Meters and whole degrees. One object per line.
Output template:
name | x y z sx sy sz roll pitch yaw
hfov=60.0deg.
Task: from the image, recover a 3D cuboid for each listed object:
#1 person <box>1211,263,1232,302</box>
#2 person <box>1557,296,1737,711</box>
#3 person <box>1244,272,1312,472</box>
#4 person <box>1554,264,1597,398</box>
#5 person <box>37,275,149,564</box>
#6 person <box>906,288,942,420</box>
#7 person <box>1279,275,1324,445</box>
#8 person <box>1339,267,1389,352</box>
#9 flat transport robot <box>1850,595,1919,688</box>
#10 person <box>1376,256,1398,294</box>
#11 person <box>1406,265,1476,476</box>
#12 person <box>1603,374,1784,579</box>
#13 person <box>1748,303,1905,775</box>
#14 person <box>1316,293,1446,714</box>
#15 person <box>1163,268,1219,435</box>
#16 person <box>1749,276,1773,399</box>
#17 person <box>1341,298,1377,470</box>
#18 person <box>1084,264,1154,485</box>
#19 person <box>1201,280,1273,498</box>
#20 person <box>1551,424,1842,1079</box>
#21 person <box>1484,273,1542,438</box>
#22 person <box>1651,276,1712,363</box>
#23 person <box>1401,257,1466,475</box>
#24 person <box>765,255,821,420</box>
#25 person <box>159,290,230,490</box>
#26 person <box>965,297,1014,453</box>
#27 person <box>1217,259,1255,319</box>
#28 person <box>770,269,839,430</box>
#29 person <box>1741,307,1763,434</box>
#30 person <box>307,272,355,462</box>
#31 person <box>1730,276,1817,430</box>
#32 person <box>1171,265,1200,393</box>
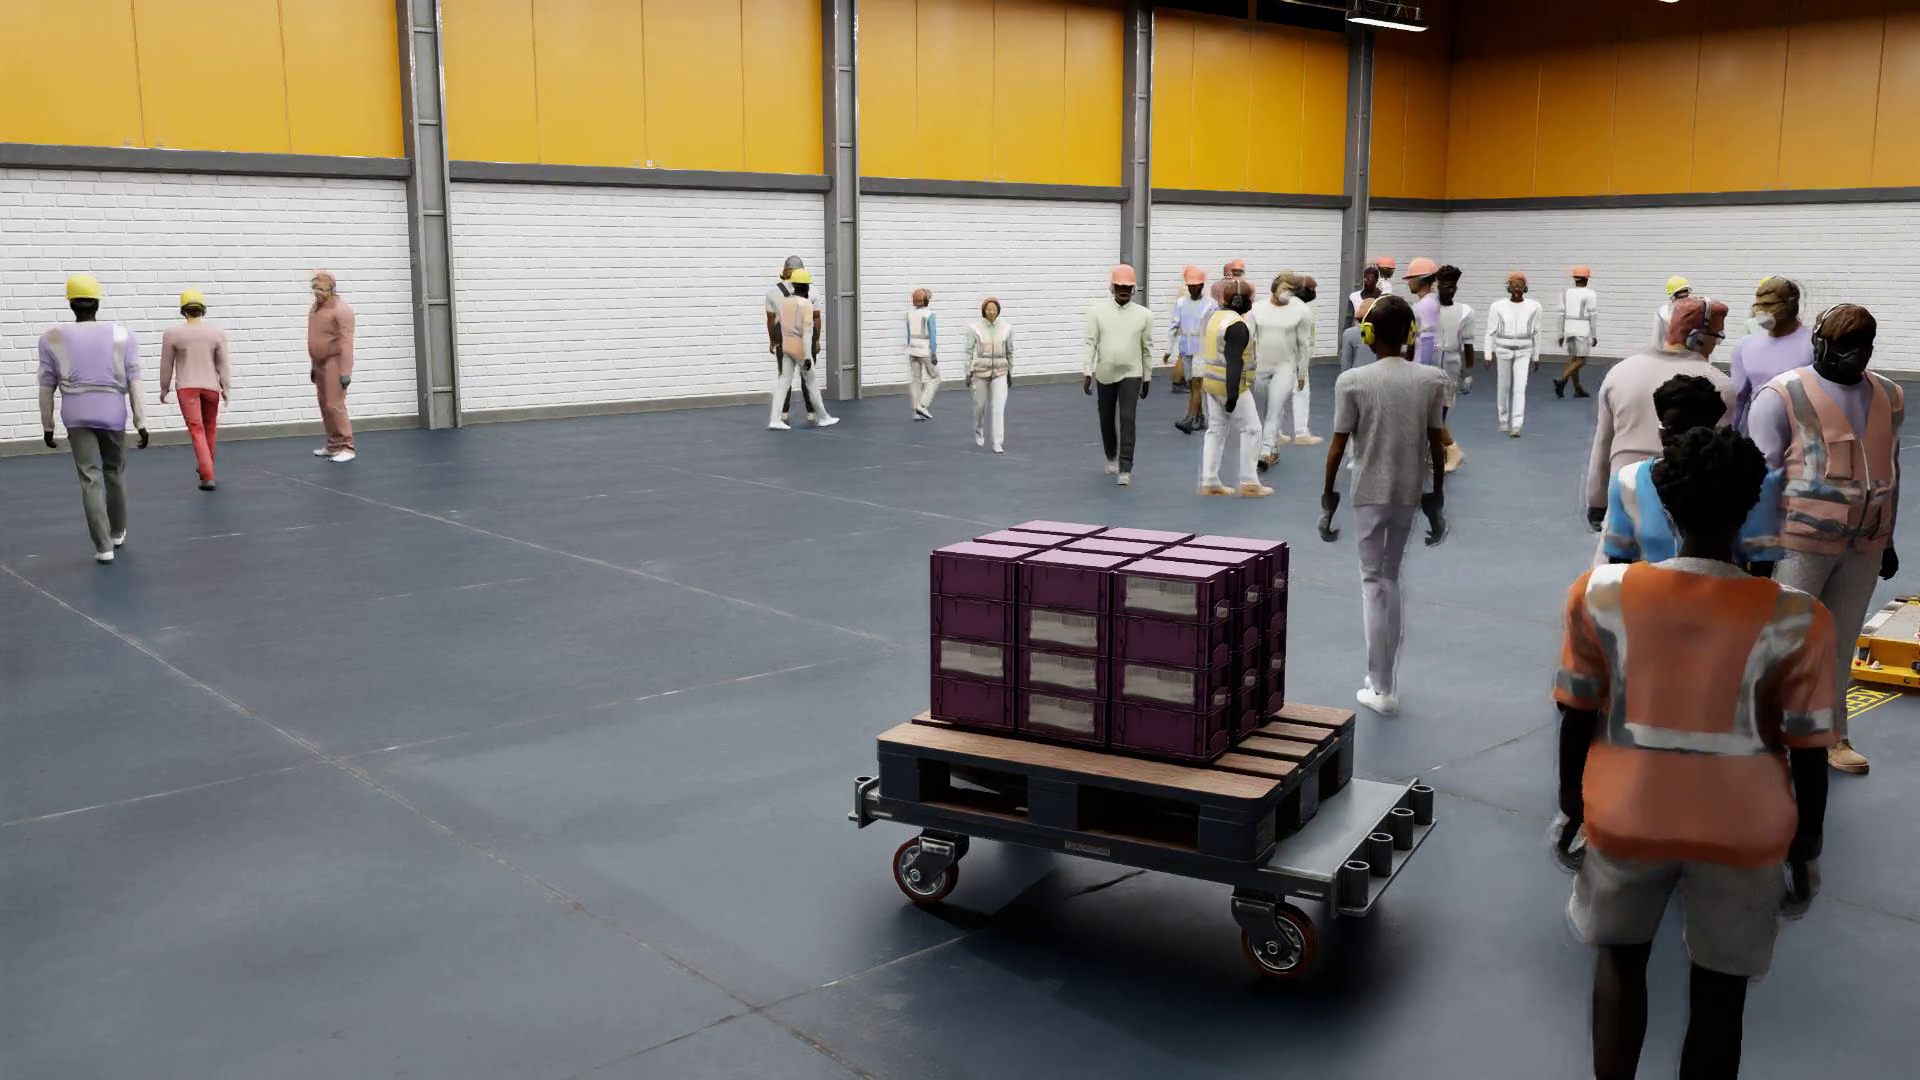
person | 4.550 -3.724 28.158 0.639 1.902 0.407 1 10 3
person | 3.034 -0.142 7.345 0.916 1.867 0.674 -8 12 -39
person | 2.963 -1.588 15.730 0.655 1.866 1.054 4 11 23
person | 8.724 -2.951 23.595 0.808 1.919 0.553 -6 11 -32
person | -5.823 -0.818 11.161 0.617 1.884 0.927 -6 11 -31
person | -0.454 -2.276 20.444 0.370 1.626 0.536 -9 13 -44
person | 3.626 -1.923 17.888 0.586 1.815 0.633 -1 10 -3
person | 5.218 -2.554 21.384 0.599 1.869 1.016 7 12 37
flat transport robot | 4.843 0.504 8.162 0.652 0.197 1.431 7 12 37
person | 6.528 -3.344 25.562 0.691 2.018 0.652 -1 10 -5
person | 4.422 -1.546 15.274 0.625 1.937 0.719 0 10 2
person | 2.367 0.280 5.420 0.552 1.647 0.596 9 13 43
person | 3.378 0.006 6.488 0.636 1.842 0.429 -1 10 -8
person | 1.867 -0.174 7.497 0.554 1.852 0.642 -2 10 -11
person | 2.636 -2.151 18.987 0.568 1.883 0.993 7 12 36
person | 11.302 -2.830 23.377 0.295 1.744 0.488 -4 10 -22
person | 3.852 -1.467 15.723 0.501 1.631 0.287 3 10 17
person | 1.440 -1.510 15.038 0.612 1.959 0.964 2 10 11
person | 2.362 -1.257 13.964 0.700 1.821 0.630 -2 10 -12
person | 1.498 0.602 3.439 0.550 1.681 0.403 6 11 30
person | 6.273 -2.105 18.894 0.600 1.835 1.000 3 10 16
person | 7.848 -1.966 18.122 0.617 1.809 0.422 3 10 15
person | 4.361 -1.614 15.466 0.672 2.021 0.652 2 10 13
person | -2.038 -2.503 20.592 0.674 2.000 0.537 1 10 4
person | -6.705 -1.317 14.573 0.536 1.719 0.895 -8 12 -39
person | 0.297 -1.738 17.380 0.525 1.608 0.780 -1 10 -8
person | 4.405 -3.488 26.559 0.625 1.980 0.425 0 10 1
person | -1.865 -2.220 19.422 0.980 1.871 0.604 -9 14 -44
person | 9.130 -1.993 18.926 0.515 1.589 0.878 8 12 38
person | -6.281 -1.711 16.482 0.394 1.867 0.838 -9 13 -42
person | 4.398 -0.463 9.024 0.720 1.908 0.641 -3 10 -20
person | 3.337 -3.070 24.395 0.484 1.884 0.637 1 10 8
